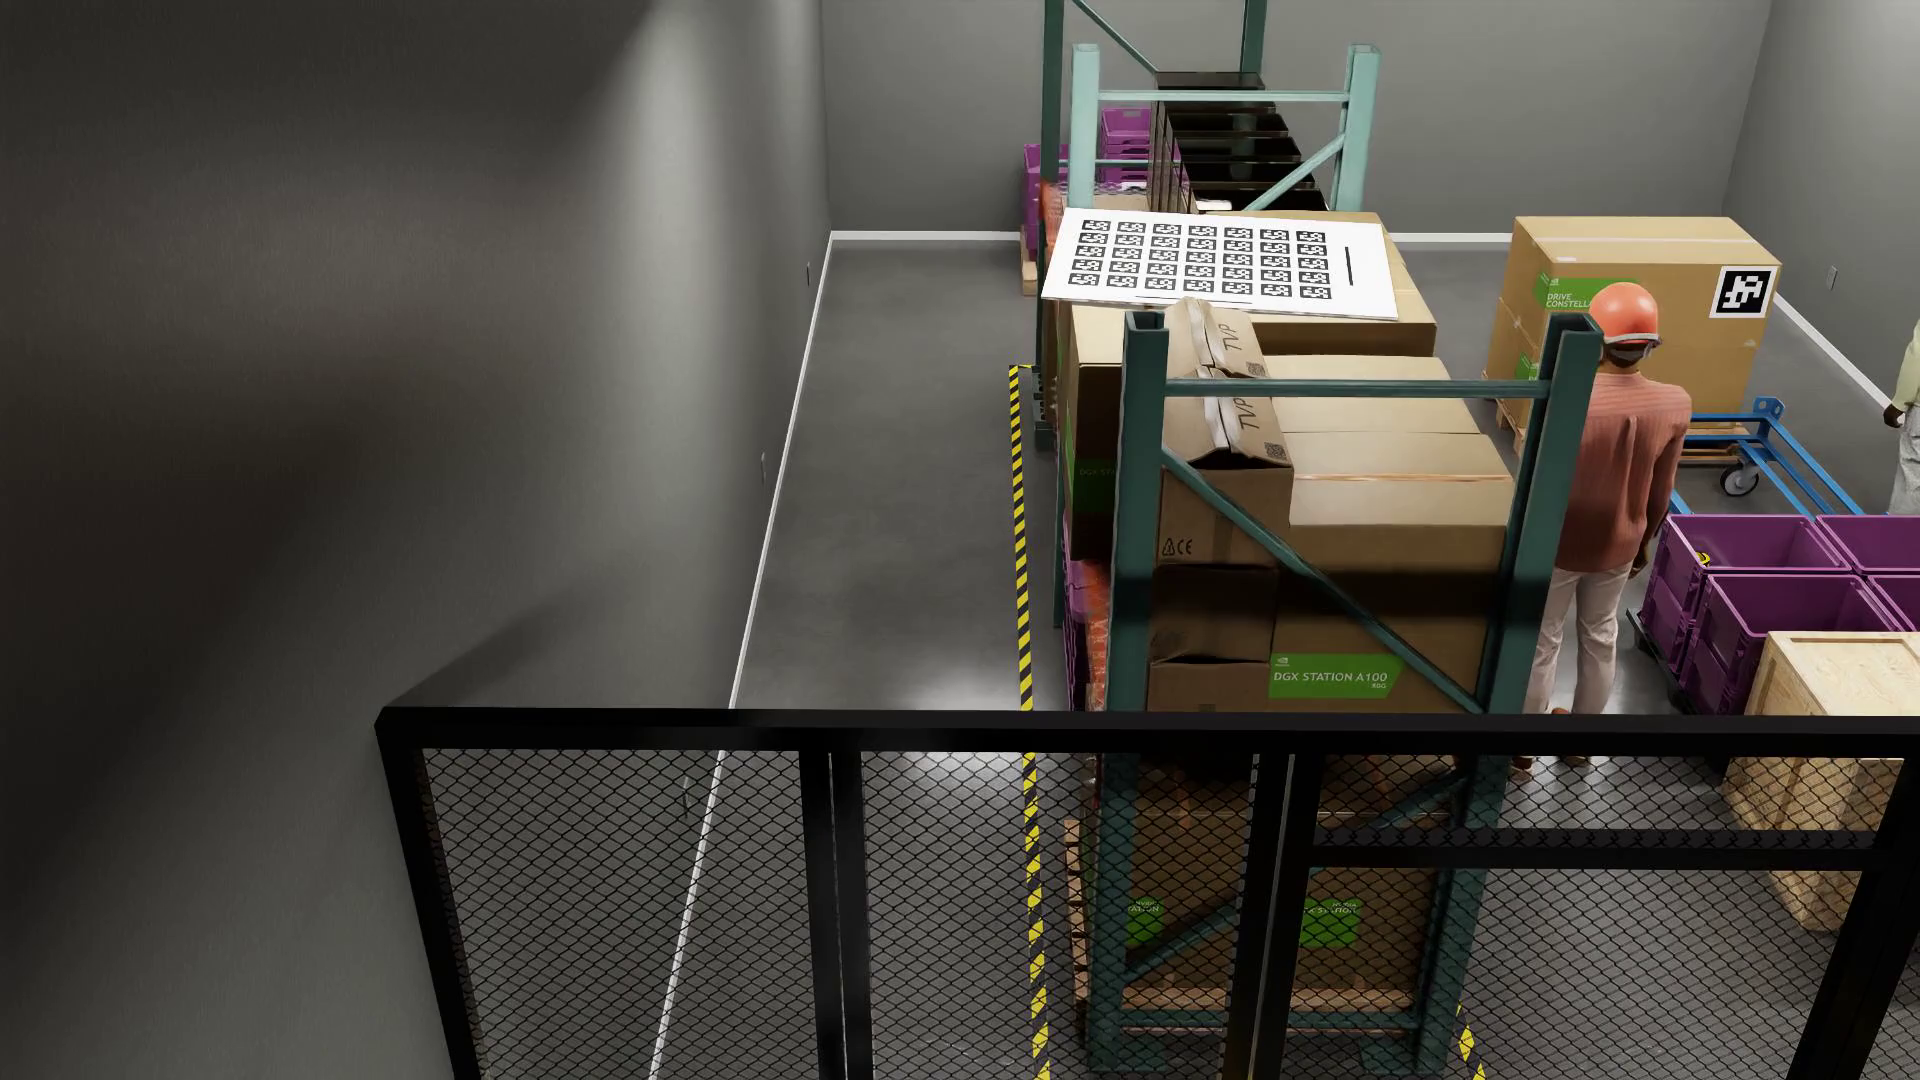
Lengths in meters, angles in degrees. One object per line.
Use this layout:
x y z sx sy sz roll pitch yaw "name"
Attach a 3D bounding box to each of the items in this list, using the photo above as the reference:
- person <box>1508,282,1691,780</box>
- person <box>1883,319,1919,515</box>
2.297 -0.003 6.169 0.622 1.990 0.397 -7 32 -12 "person"
4.438 -0.649 7.393 0.592 1.833 0.404 3 31 4 "person"
